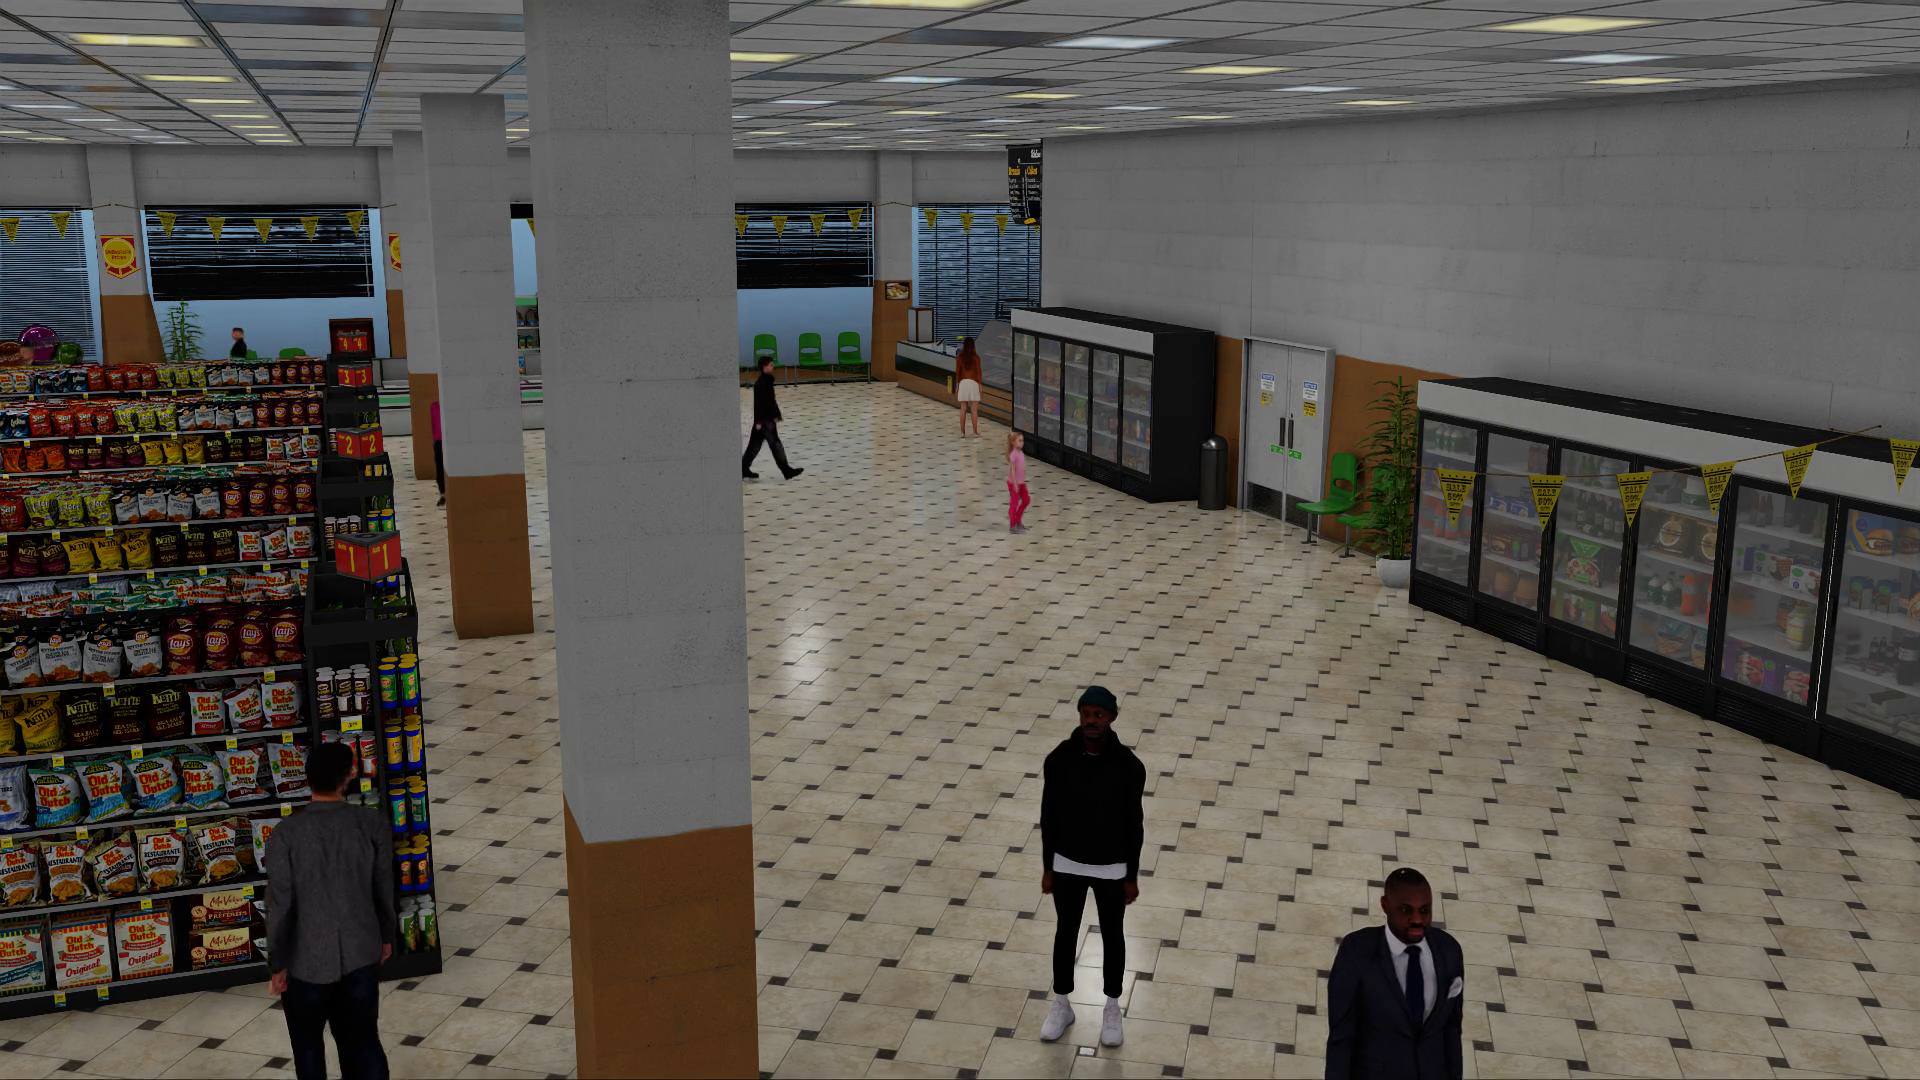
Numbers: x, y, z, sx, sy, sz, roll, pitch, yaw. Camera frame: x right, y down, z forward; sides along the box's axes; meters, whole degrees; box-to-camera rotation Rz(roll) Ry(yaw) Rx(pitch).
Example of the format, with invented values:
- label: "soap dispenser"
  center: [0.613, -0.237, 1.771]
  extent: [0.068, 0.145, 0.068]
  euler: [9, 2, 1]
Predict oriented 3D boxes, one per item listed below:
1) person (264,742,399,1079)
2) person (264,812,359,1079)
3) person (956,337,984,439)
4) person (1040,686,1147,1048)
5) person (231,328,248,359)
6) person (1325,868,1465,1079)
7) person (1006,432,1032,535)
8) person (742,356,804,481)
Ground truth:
- label: "person"
  center: [-2.654, 1.810, 7.141]
  extent: [1.109, 1.840, 0.872]
  euler: [-7, 14, -31]
- label: "person"
  center: [-2.899, 1.923, 7.491]
  extent: [0.561, 1.475, 0.705]
  euler: [-10, 15, -39]
- label: "person"
  center: [0.151, -2.615, 28.443]
  extent: [0.695, 1.722, 0.780]
  euler: [4, 12, 17]
- label: "person"
  center: [0.653, 1.591, 8.238]
  extent: [0.717, 1.818, 0.825]
  euler: [3, 12, 13]
- label: "person"
  center: [-13.252, -3.097, 30.957]
  extent: [1.002, 1.630, 0.597]
  euler: [-4, 13, -20]
- label: "person"
  center: [1.581, 2.045, 6.068]
  extent: [0.568, 1.824, 0.788]
  euler: [-2, 12, -11]
- label: "person"
  center: [0.650, -0.717, 20.532]
  extent: [0.665, 1.269, 0.601]
  euler: [6, 13, 27]
- label: "person"
  center: [-2.921, -1.717, 24.025]
  extent: [1.238, 1.786, 0.905]
  euler: [-1, 12, -6]
